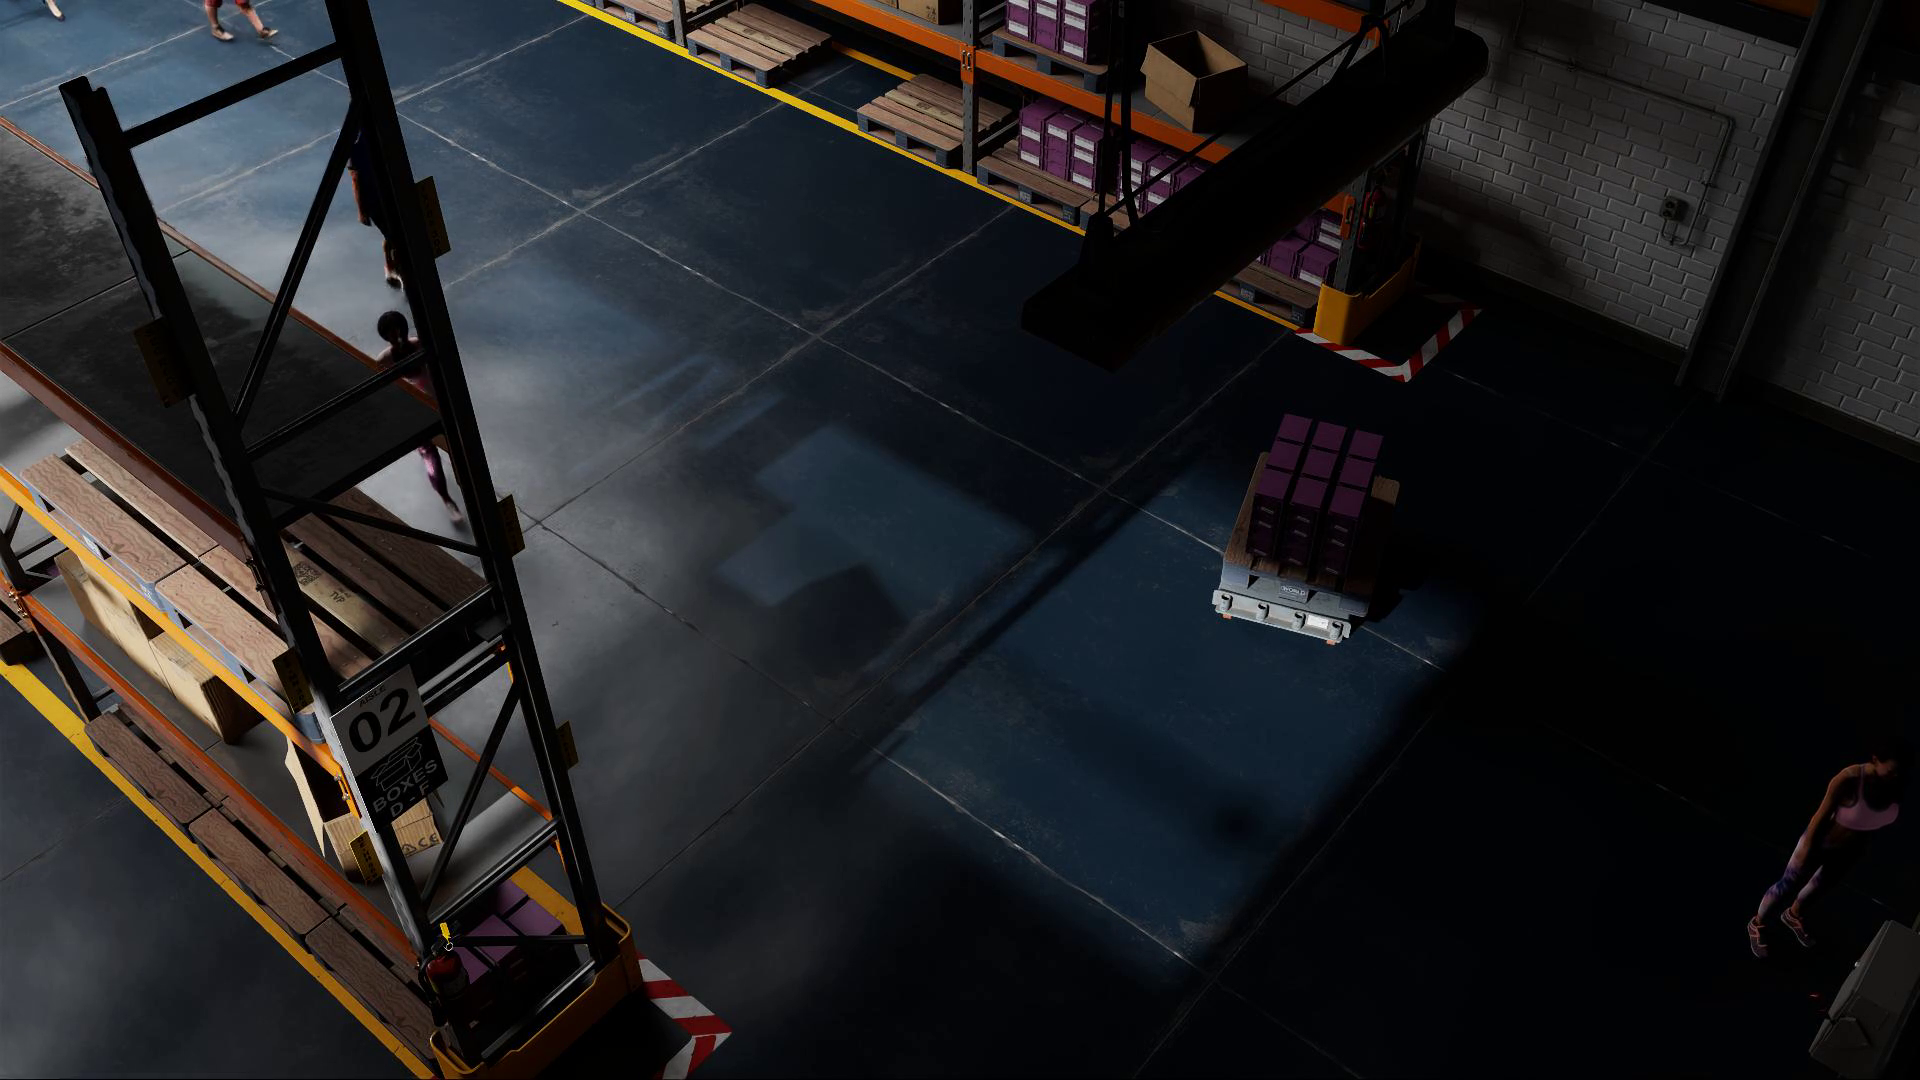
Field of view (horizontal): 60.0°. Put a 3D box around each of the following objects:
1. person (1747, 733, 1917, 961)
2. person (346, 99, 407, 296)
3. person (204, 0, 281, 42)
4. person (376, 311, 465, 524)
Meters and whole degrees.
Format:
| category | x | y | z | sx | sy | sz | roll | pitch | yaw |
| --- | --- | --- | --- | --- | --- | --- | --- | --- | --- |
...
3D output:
| category | x | y | z | sx | sy | sz | roll | pitch | yaw |
| --- | --- | --- | --- | --- | --- | --- | --- | --- | --- |
| person | 4.829 | 1.675 | 9.191 | 0.679 | 1.770 | 0.721 | -7 | 44 | -7 |
| person | -4.911 | -2.887 | 13.929 | 0.918 | 1.842 | 0.801 | 17 | 46 | 17 |
| person | -7.824 | -5.958 | 17.320 | 1.147 | 1.612 | 0.749 | 20 | 47 | 20 |
| person | -3.899 | -0.960 | 11.995 | 0.682 | 1.719 | 1.058 | -30 | 51 | -28 |
